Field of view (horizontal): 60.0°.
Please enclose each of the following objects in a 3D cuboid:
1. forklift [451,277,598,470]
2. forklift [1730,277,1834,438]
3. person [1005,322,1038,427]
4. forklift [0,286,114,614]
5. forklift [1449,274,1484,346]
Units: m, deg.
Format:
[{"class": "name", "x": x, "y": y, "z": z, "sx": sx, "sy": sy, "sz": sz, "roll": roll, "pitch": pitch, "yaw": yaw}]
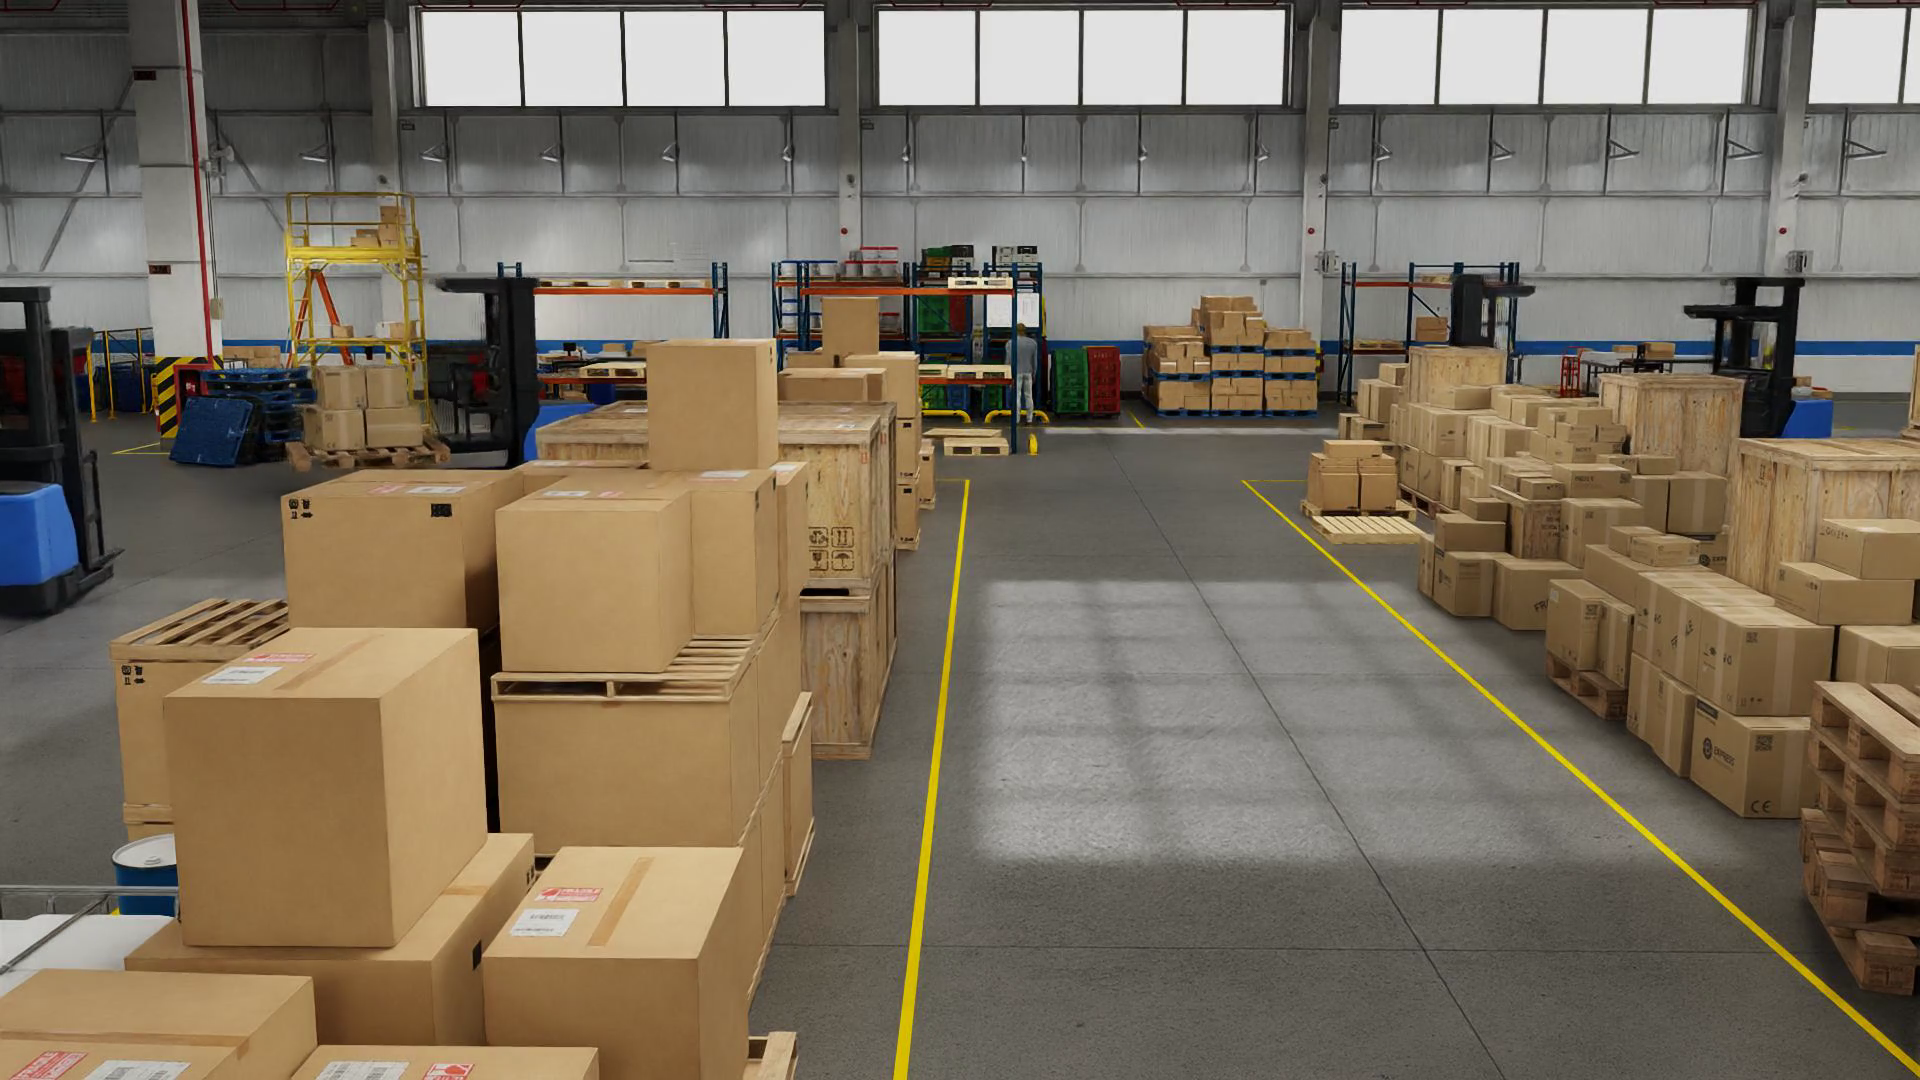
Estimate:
[{"class": "forklift", "x": -6.044, "y": -2.229, "z": 22.988, "sx": 1.873, "sy": 2.768, "sz": 1.129, "roll": -4, "pitch": 10, "yaw": -25}, {"class": "forklift", "x": 11.457, "y": -2.355, "z": 23.744, "sx": 1.873, "sy": 2.768, "sz": 1.129, "roll": -4, "pitch": 10, "yaw": -23}, {"class": "person", "x": 1.123, "y": -3.038, "z": 30.665, "sx": 0.628, "sy": 1.935, "sz": 0.373, "roll": -3, "pitch": 10, "yaw": -20}, {"class": "forklift", "x": -8.460, "y": -0.840, "z": 14.670, "sx": 1.129, "sy": 2.768, "sz": 1.873, "roll": -2, "pitch": 10, "yaw": -11}, {"class": "forklift", "x": 8.870, "y": -3.287, "z": 29.327, "sx": 1.873, "sy": 2.768, "sz": 1.129, "roll": 0, "pitch": 9, "yaw": 1}]
